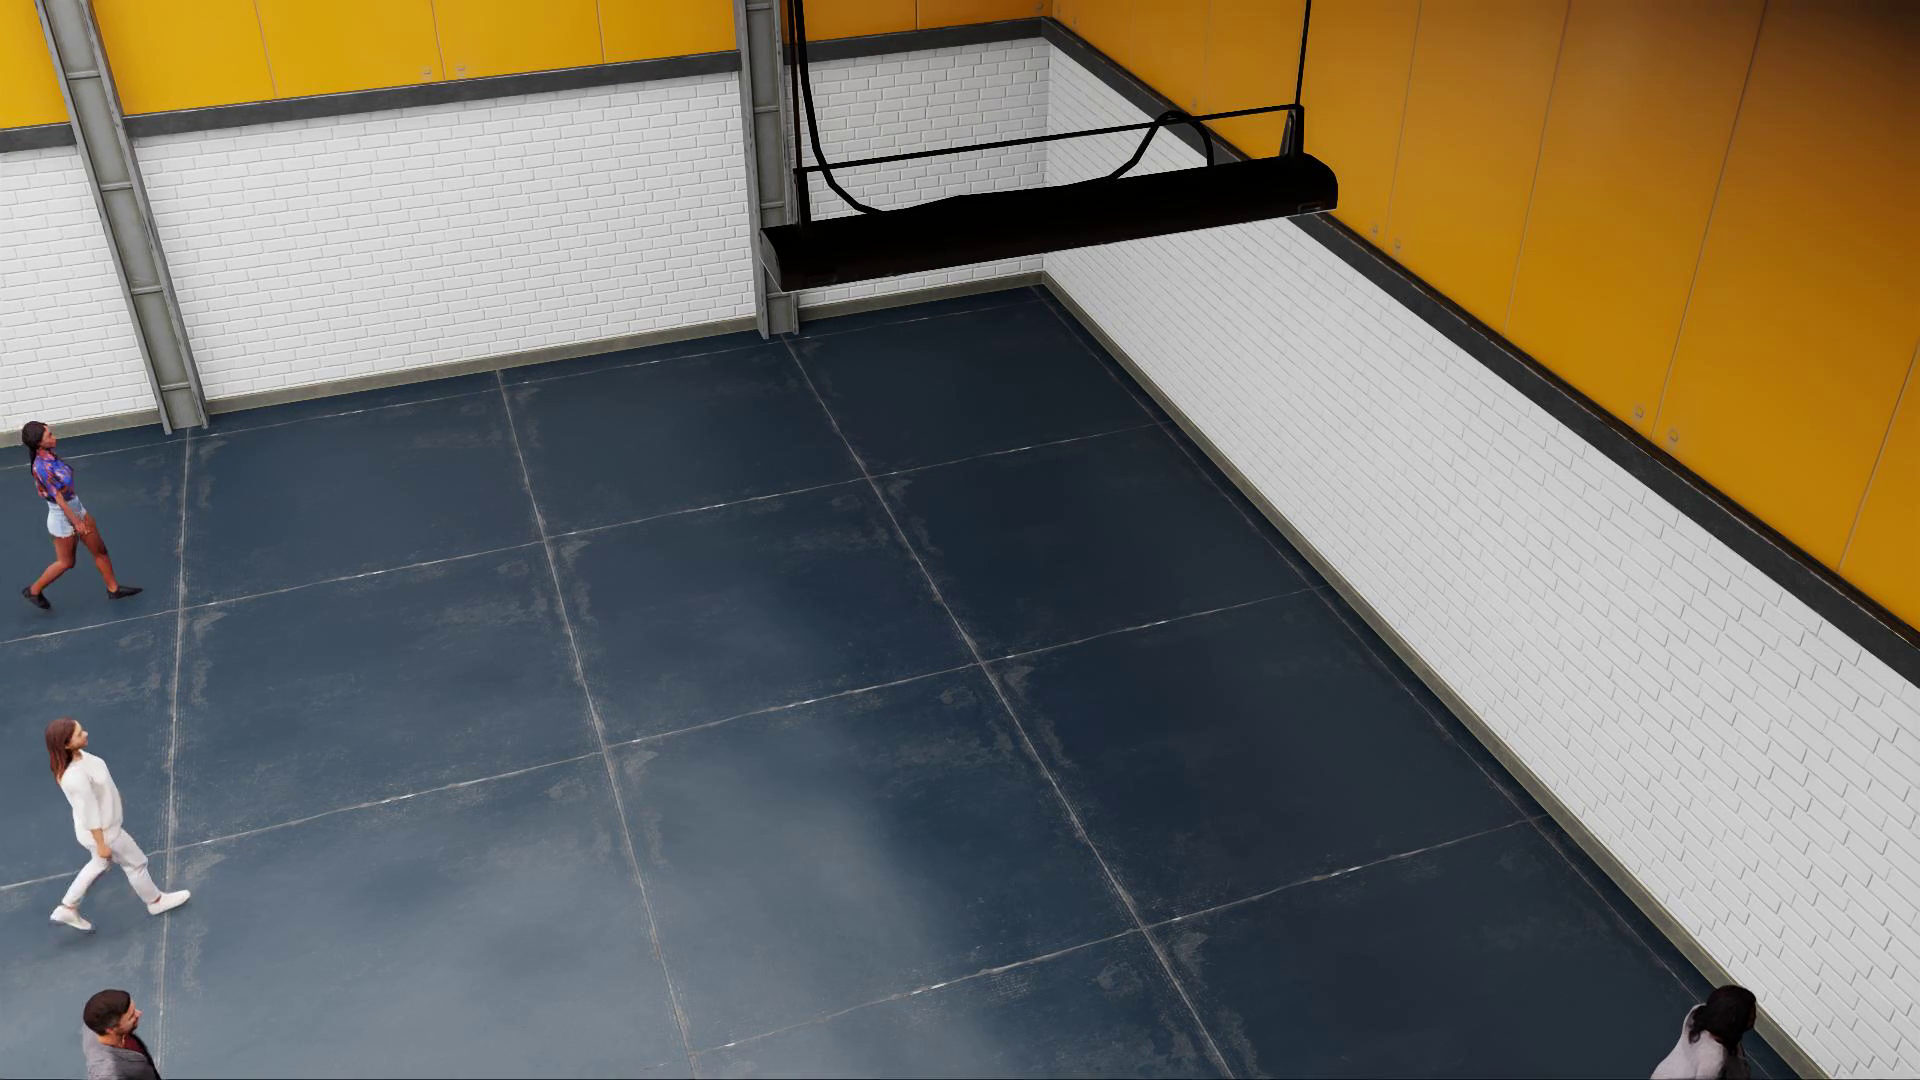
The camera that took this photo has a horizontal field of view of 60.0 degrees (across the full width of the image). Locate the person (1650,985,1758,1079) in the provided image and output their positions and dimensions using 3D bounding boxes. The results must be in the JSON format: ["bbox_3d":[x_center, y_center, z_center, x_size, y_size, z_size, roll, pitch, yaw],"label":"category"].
[{"bbox_3d":[3.847,2.932,8.813,0.814,1.603,0.766,6,34,9],"label":"person"}]

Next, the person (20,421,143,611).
[{"bbox_3d":[-7.265,-0.148,13.348,1.103,1.714,0.660,-8,34,-12],"label":"person"}]

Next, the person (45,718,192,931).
[{"bbox_3d":[-5.477,1.814,10.439,1.081,1.666,0.761,-20,39,-27],"label":"person"}]

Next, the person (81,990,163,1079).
[{"bbox_3d":[-4.272,2.998,8.487,0.697,1.855,0.749,-18,38,-25],"label":"person"}]
